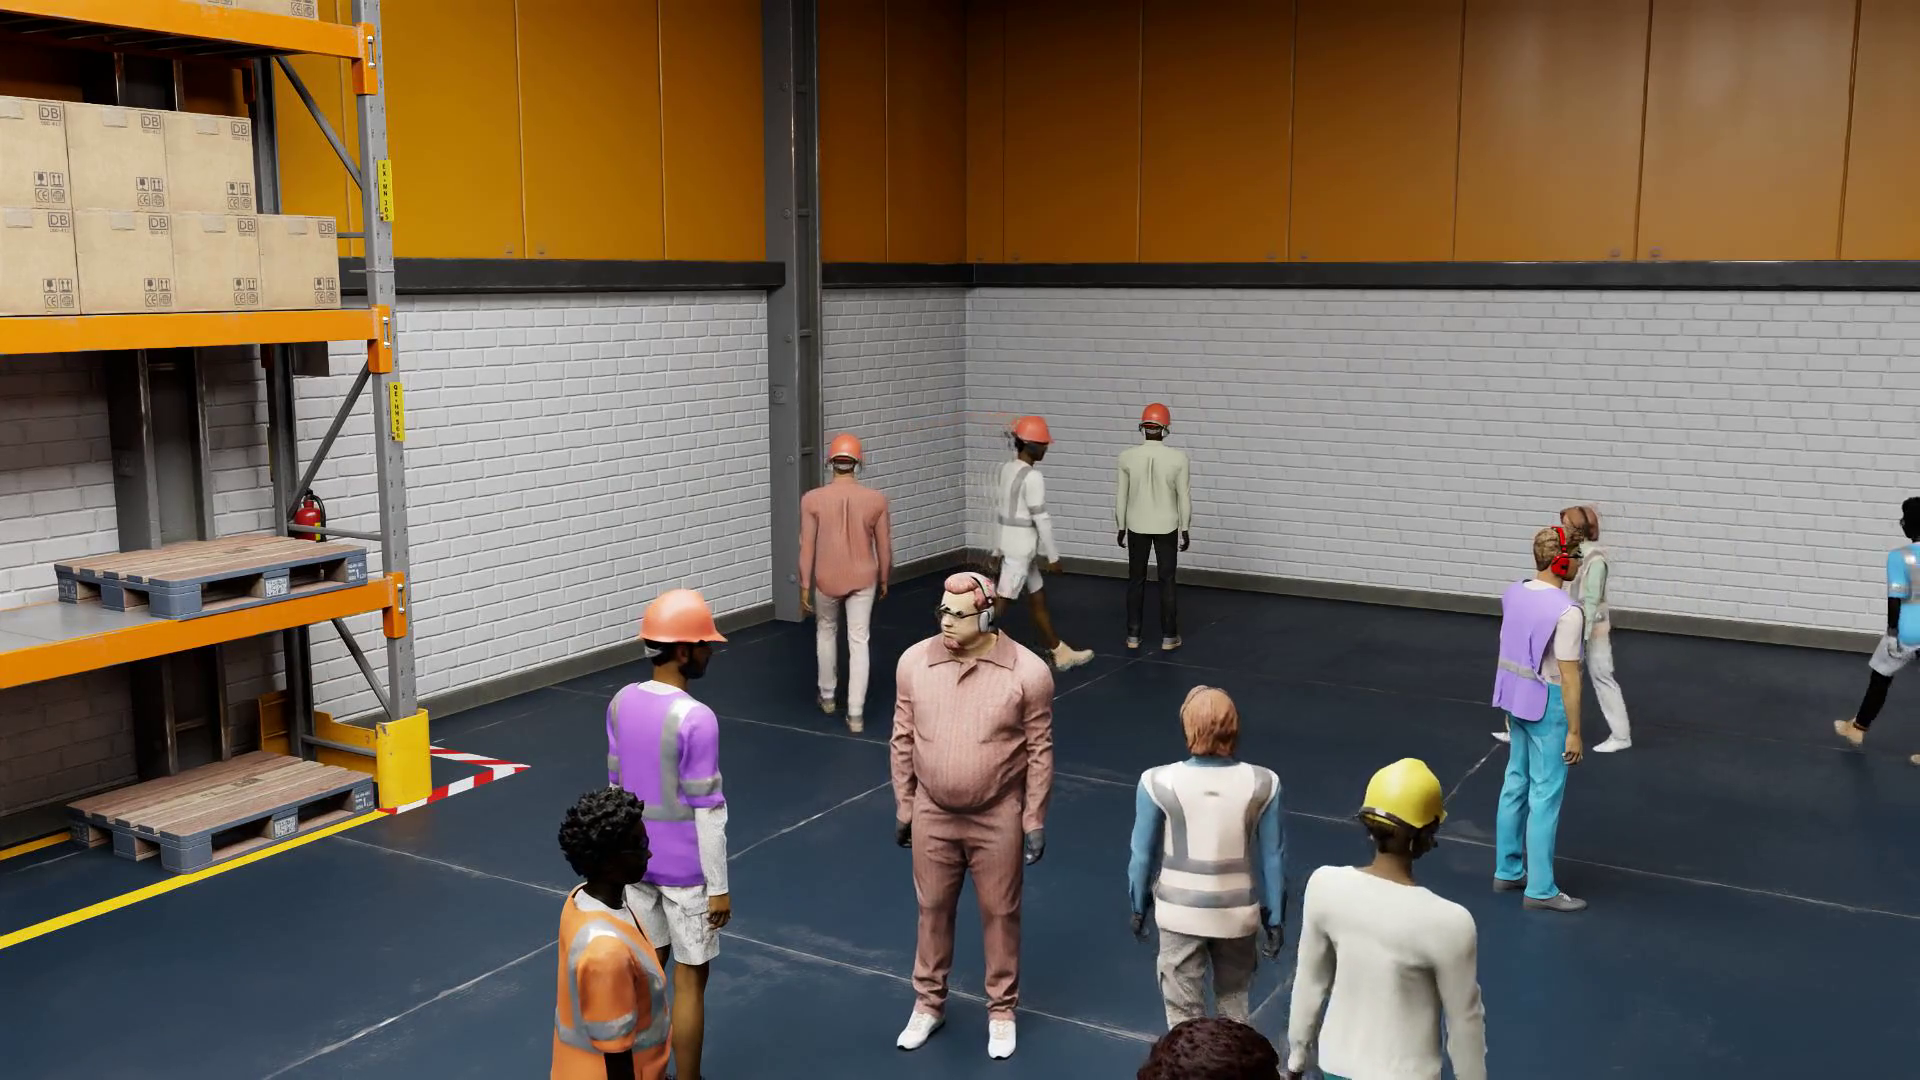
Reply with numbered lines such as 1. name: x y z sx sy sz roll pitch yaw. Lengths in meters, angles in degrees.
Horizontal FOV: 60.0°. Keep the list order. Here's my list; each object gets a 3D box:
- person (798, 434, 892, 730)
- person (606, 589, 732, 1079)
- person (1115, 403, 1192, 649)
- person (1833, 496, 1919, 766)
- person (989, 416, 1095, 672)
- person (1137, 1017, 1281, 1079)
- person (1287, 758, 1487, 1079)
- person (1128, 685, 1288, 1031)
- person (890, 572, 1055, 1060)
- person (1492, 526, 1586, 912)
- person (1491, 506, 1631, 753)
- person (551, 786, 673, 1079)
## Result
1. person: -0.788 0.253 11.300 0.636 1.952 0.928 -1 9 -9
2. person: -0.993 1.130 5.895 0.551 1.933 0.371 8 12 42
3. person: 1.565 -0.109 13.441 0.622 1.994 0.381 2 9 14
4. person: 5.881 0.555 10.334 0.532 1.655 0.834 -2 9 -10
5. person: 0.481 0.064 12.405 1.105 1.975 0.606 -2 9 -15
6. person: 0.351 1.664 2.611 0.391 1.921 0.590 -1 9 -6
7. person: 1.137 1.453 4.558 0.909 1.724 0.536 -8 12 -40
8. person: 0.851 1.315 5.725 0.529 1.622 0.453 -1 9 -4
9. person: 0.032 1.060 6.436 0.642 1.905 0.399 2 9 15
10. person: 2.767 0.844 7.955 0.373 1.843 0.572 -2 9 -14
11. person: 3.863 0.573 10.449 0.883 1.578 0.527 -1 9 -6
12. person: -0.922 1.483 4.434 0.318 1.697 0.535 -3 10 -20
